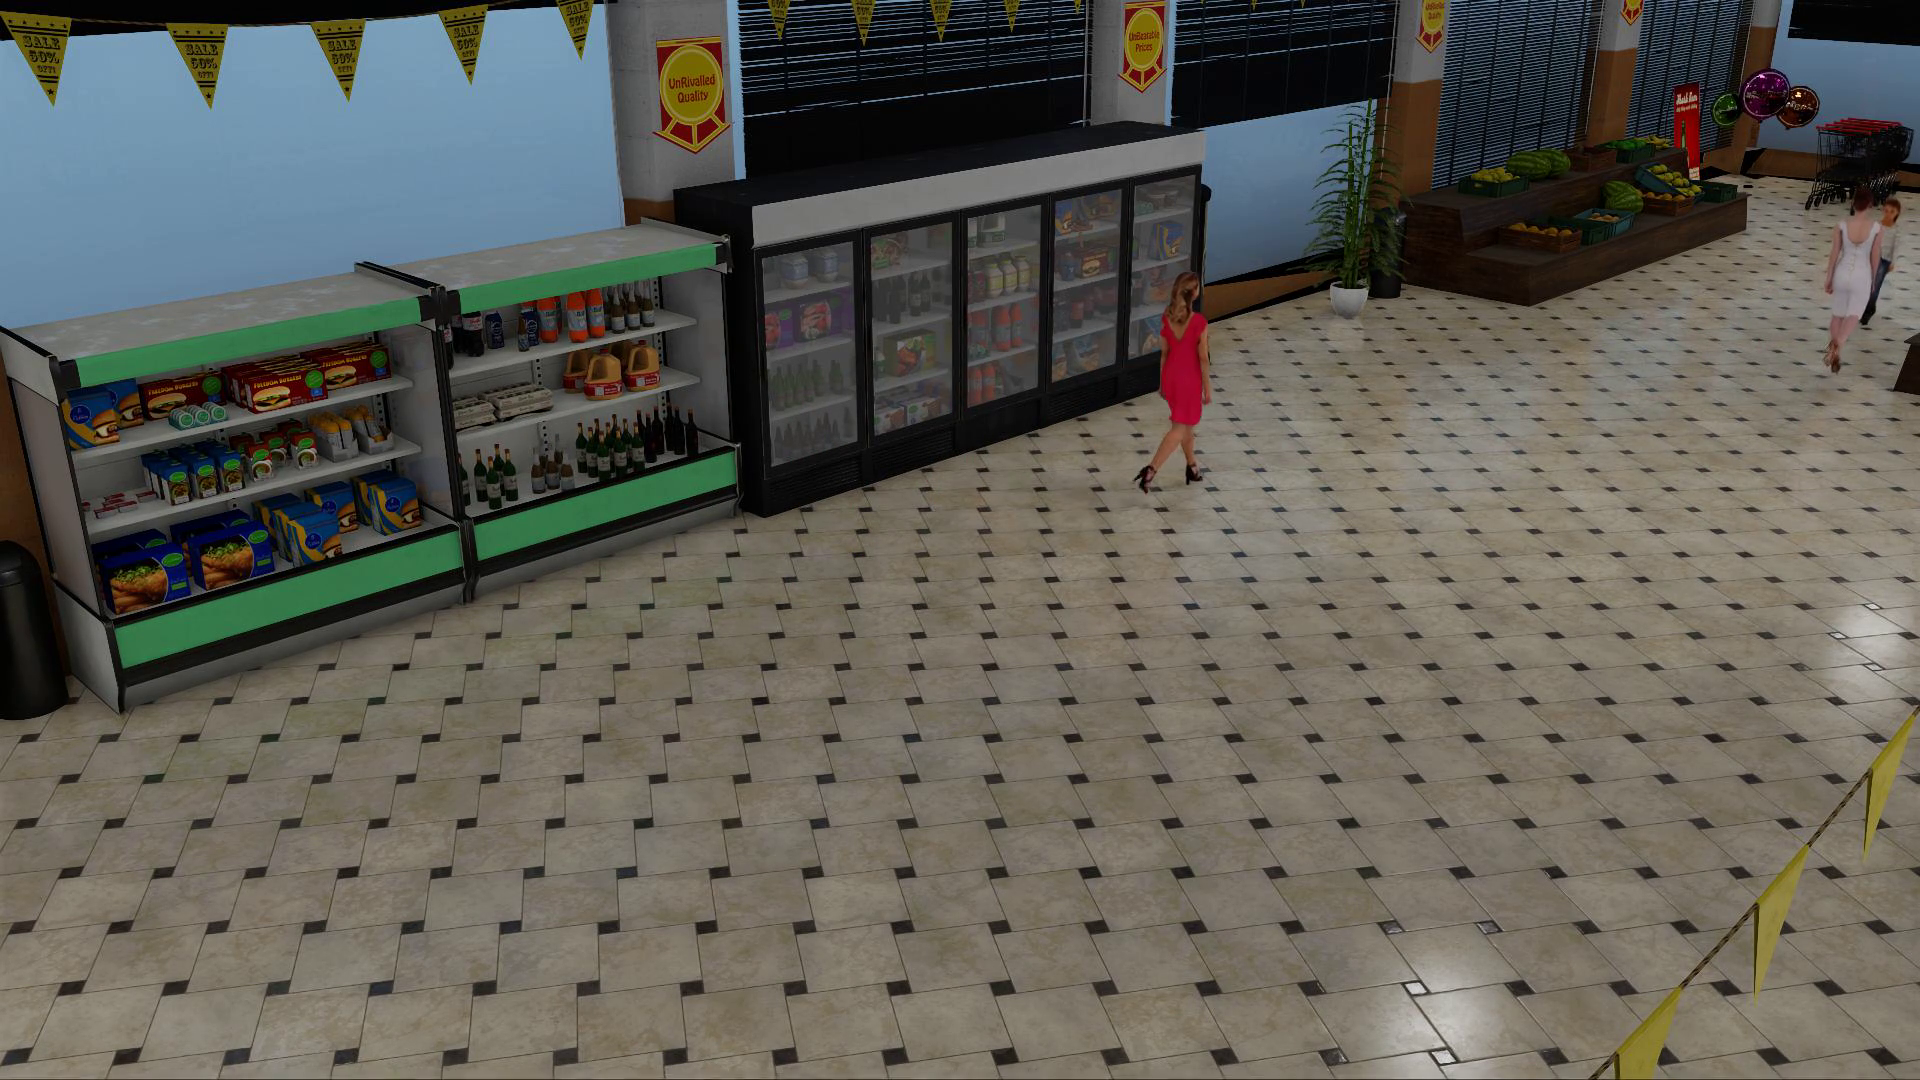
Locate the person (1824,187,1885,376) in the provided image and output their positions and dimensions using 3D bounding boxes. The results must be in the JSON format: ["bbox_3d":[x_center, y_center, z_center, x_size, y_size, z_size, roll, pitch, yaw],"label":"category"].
[{"bbox_3d":[8.180,-2.335,15.306,0.660,1.774,0.985,15,26,33],"label":"person"}]

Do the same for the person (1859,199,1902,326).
[{"bbox_3d":[9.597,-2.902,17.377,0.499,1.280,0.931,19,29,39],"label":"person"}]

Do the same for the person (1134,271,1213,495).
[{"bbox_3d":[1.607,-1.131,12.420,1.028,1.691,0.602,-19,28,-38],"label":"person"}]
